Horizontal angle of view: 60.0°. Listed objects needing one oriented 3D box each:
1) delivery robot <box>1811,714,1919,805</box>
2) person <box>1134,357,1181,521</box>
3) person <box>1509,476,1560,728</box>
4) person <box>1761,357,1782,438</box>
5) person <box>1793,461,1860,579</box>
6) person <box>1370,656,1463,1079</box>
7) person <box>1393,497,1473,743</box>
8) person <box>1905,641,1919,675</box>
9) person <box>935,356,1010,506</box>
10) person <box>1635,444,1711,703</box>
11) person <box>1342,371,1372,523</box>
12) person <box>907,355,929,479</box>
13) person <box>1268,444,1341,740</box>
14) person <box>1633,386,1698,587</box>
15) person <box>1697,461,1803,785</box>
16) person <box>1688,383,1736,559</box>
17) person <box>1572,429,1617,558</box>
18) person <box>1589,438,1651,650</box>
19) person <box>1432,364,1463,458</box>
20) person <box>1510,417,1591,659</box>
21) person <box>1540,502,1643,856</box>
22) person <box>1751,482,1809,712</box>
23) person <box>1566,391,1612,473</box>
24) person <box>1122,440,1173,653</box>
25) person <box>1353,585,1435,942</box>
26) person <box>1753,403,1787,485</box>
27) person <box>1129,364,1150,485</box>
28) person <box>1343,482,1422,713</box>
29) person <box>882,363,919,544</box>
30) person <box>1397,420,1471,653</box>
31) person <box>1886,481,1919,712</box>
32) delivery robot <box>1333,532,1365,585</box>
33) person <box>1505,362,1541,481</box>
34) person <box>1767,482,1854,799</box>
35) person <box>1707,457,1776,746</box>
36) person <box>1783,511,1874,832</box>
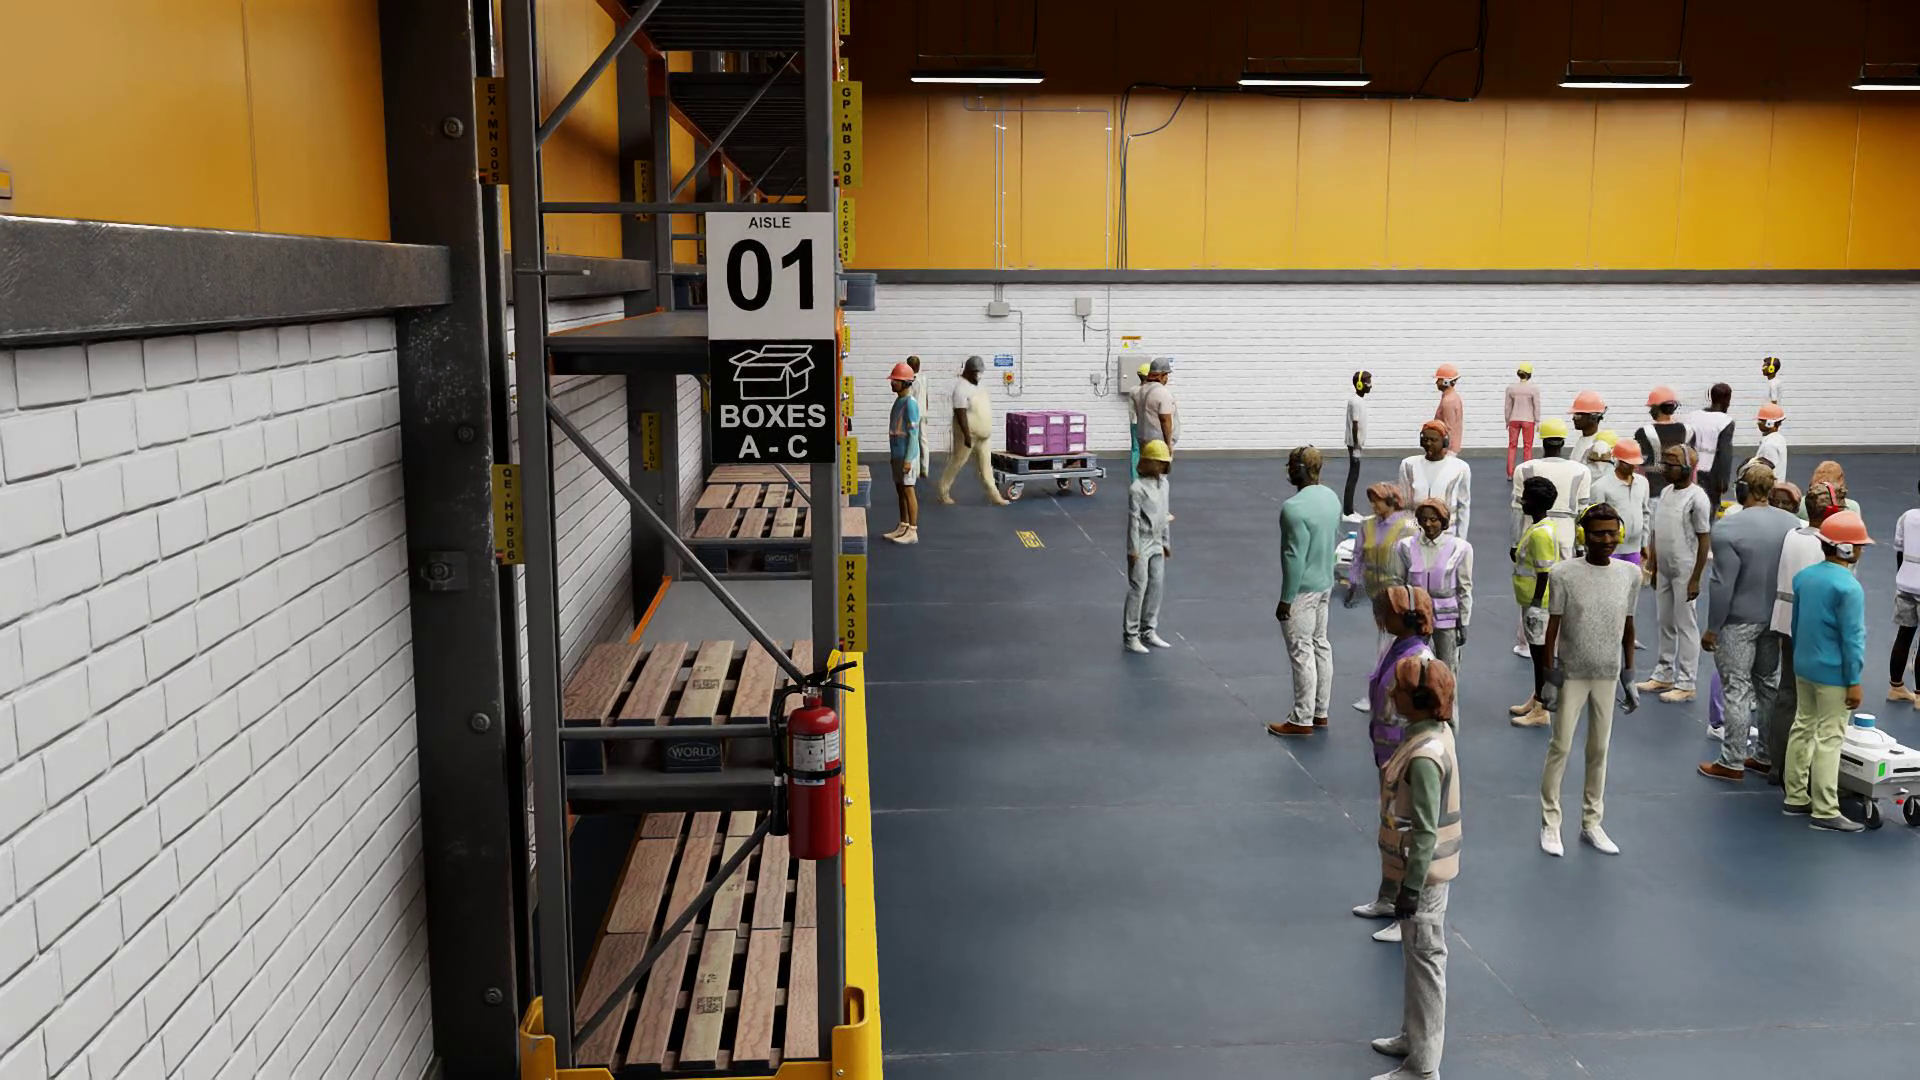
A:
[{"bbox_3d":[5.084,1.226,9.378,0.477,0.478,0.707,-2,9,-11],"label":"delivery robot"},{"bbox_3d":[2.472,-1.260,20.628,0.535,2.000,0.681,-4,10,-24],"label":"person"},{"bbox_3d":[3.880,0.414,11.193,0.320,1.695,0.538,3,10,19],"label":"person"},{"bbox_3d":[11.572,-1.683,23.813,0.326,1.874,0.519,4,10,25],"label":"person"},{"bbox_3d":[6.559,0.211,12.661,0.498,1.634,0.279,7,11,37],"label":"person"},{"bbox_3d":[1.710,1.235,6.210,0.310,1.642,0.514,3,9,17],"label":"person"},{"bbox_3d":[3.012,0.537,10.637,0.504,1.632,0.310,5,10,28],"label":"person"},{"bbox_3d":[7.495,0.174,12.332,0.751,1.820,0.532,4,10,25],"label":"person"},{"bbox_3d":[0.128,-1.462,21.899,1.008,2.000,0.690,6,11,33],"label":"person"},{"bbox_3d":[5.104,0.236,11.843,0.339,1.845,0.507,-2,9,-10],"label":"person"},{"bbox_3d":[4.890,-1.149,20.468,0.309,1.868,0.535,2,9,15],"label":"person"},{"bbox_3d":[-0.661,-1.828,24.812,0.324,1.842,0.516,7,11,36],"label":"person"},{"bbox_3d":[2.267,0.336,10.924,0.354,1.938,0.636,7,11,36],"label":"person"},{"bbox_3d":[6.698,-0.455,15.772,0.608,1.991,1.037,-2,9,-12],"label":"person"},{"bbox_3d":[4.705,0.494,9.933,0.629,1.940,0.379,-3,10,-18],"label":"person"},{"bbox_3d":[7.921,-0.728,17.718,0.502,1.898,0.622,-3,10,-20],"label":"person"},{"bbox_3d":[5.433,-0.075,14.158,0.488,1.731,0.325,7,12,39],"label":"person"},{"bbox_3d":[5.337,0.039,13.430,0.576,1.736,0.355,-3,10,-21],"label":"person"},{"bbox_3d":[5.734,-1.083,19.659,0.381,1.994,0.622,3,10,20],"label":"person"},{"bbox_3d":[4.647,-0.009,13.157,0.587,1.920,0.397,2,9,11],"label":"person"},{"bbox_3d":[3.307,0.724,8.704,0.521,1.873,0.336,0,9,-2],"label":"person"},{"bbox_3d":[5.574,0.417,11.350,0.524,1.639,0.306,7,11,38],"label":"person"},{"bbox_3d":[5.364,-0.255,14.310,0.374,2.044,0.605,0,9,2],"label":"person"},{"bbox_3d":[1.528,0.056,13.374,0.404,1.721,0.491,7,12,39],"label":"person"},{"bbox_3d":[2.025,1.011,7.621,0.307,1.641,0.513,0,9,-2],"label":"person"},{"bbox_3d":[8.113,-0.499,16.743,0.331,1.753,0.561,5,11,31],"label":"person"},{"bbox_3d":[2.659,-1.653,23.954,0.313,1.769,0.523,-8,12,-43],"label":"person"},{"bbox_3d":[2.935,0.400,11.585,0.856,1.593,0.525,-7,11,-36],"label":"person"},{"bbox_3d":[-0.657,-0.975,18.818,0.365,2.048,0.608,-3,10,-20],"label":"person"},{"bbox_3d":[3.790,-0.027,13.381,0.576,1.881,0.352,5,10,28],"label":"person"},{"bbox_3d":[6.737,0.350,11.597,0.316,1.695,0.542,-1,9,-8],"label":"person"},{"bbox_3d":[3.789,0.169,16.013,0.477,0.478,0.707,3,9,17],"label":"delivery robot"},{"bbox_3d":[8.256,-1.726,24.413,0.523,1.769,0.315,7,11,37],"label":"person"},{"bbox_3d":[4.955,0.578,9.695,0.389,1.847,0.567,-2,9,-11],"label":"person"},{"bbox_3d":[5.111,0.387,10.814,0.521,1.874,0.327,-9,13,-44],"label":"person"},{"bbox_3d":[4.794,0.710,9.150,0.328,1.753,0.560,-1,9,-3],"label":"person"}]
